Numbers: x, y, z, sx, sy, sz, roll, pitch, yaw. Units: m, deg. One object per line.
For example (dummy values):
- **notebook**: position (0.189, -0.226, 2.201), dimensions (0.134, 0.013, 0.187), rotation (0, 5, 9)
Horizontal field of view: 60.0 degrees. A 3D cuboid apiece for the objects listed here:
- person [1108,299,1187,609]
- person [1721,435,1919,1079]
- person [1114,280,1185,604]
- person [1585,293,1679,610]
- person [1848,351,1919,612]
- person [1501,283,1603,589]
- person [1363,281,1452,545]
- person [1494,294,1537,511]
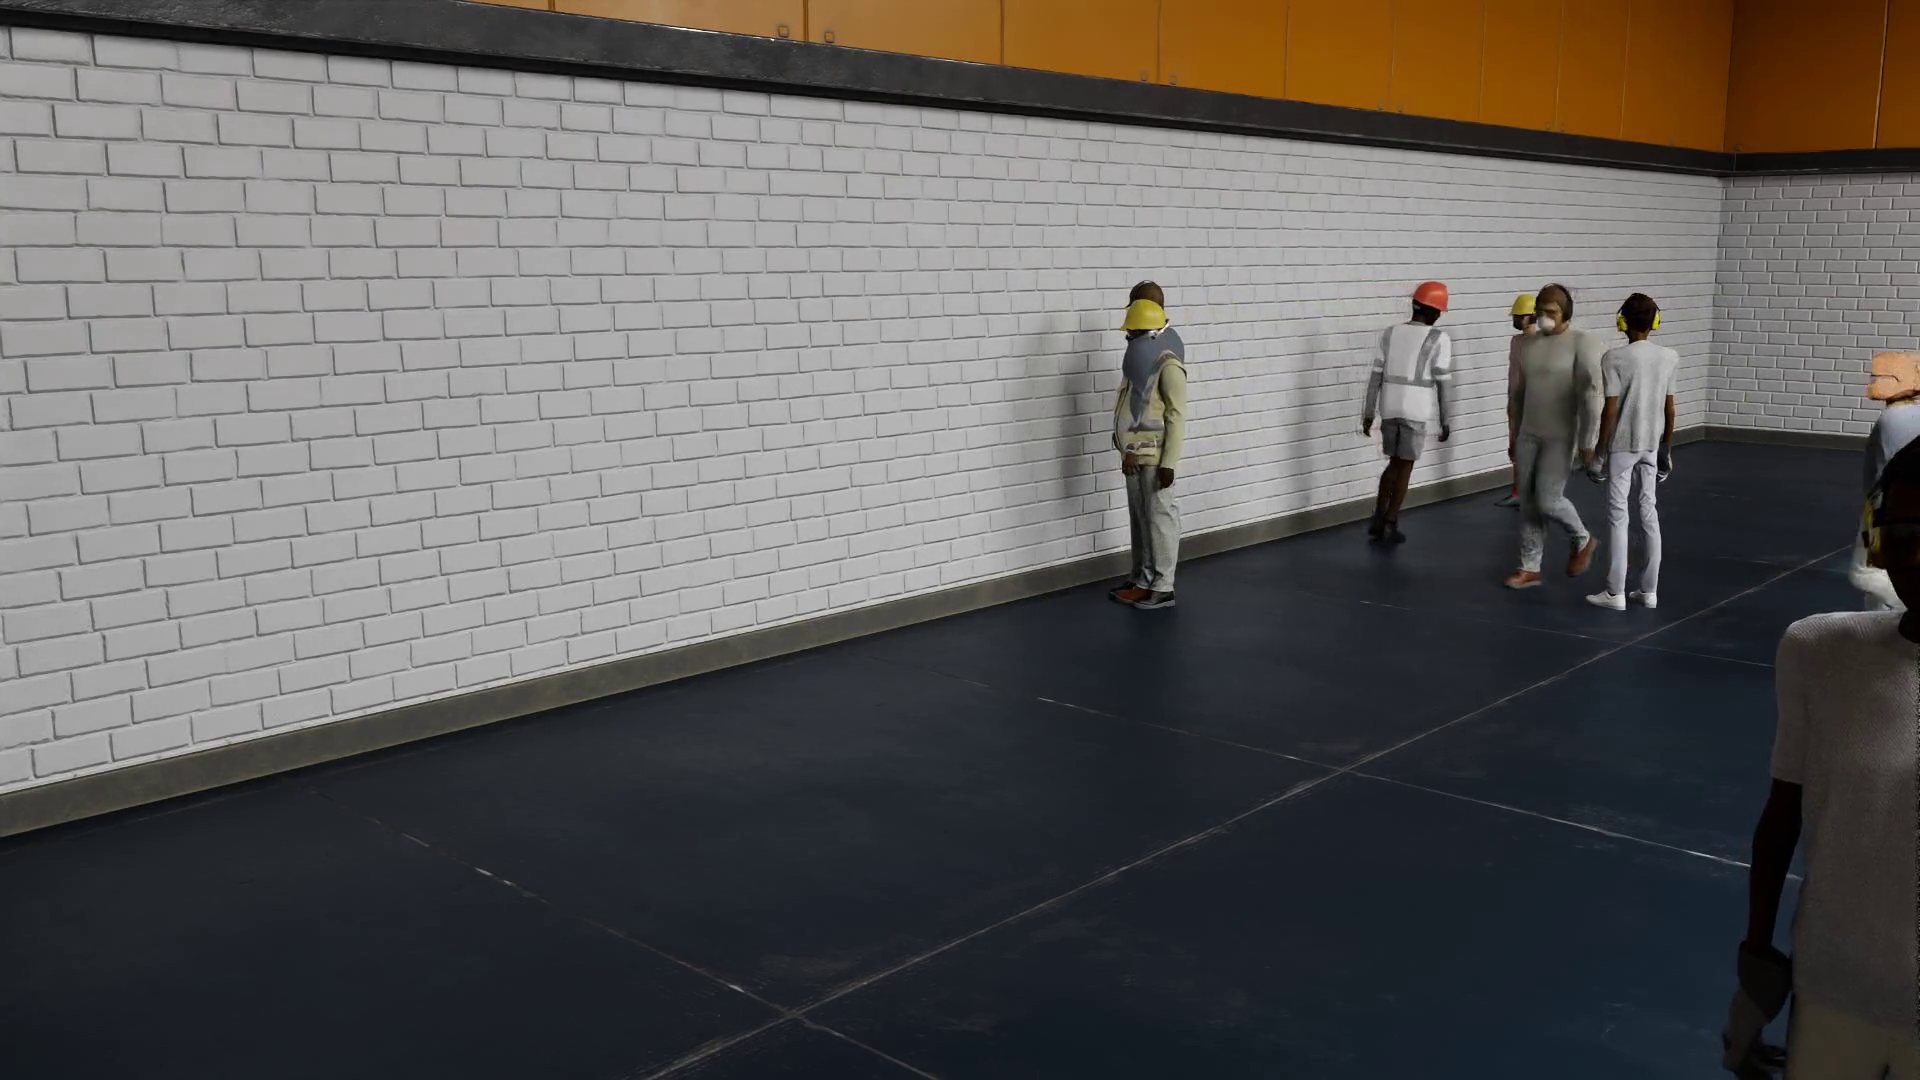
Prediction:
- **person**: position (1.107, -0.508, 9.876), dimensions (0.403, 1.827, 0.601), rotation (-4, 11, -20)
- **person**: position (1.470, 0.750, 2.594), dimensions (0.521, 1.873, 0.334), rotation (9, 14, 42)
- **person**: position (1.138, -0.578, 9.971), dimensions (0.379, 1.937, 0.629), rotation (5, 11, 27)
- **person**: position (3.962, -0.516, 9.820), dimensions (0.535, 1.865, 0.311), rotation (-2, 10, -13)
- **person**: position (4.693, -0.129, 8.321), dimensions (0.500, 1.623, 0.507), rotation (9, 13, 41)
- **person**: position (3.711, -0.636, 10.356), dimensions (0.540, 1.918, 0.655), rotation (-5, 11, -28)
- **person**: position (3.228, -0.910, 11.973), dimensions (0.600, 1.889, 0.558), rotation (-10, 14, -44)
- **person**: position (4.586, -1.114, 13.540), dimensions (0.346, 1.758, 0.527), rotation (-1, 10, -8)
